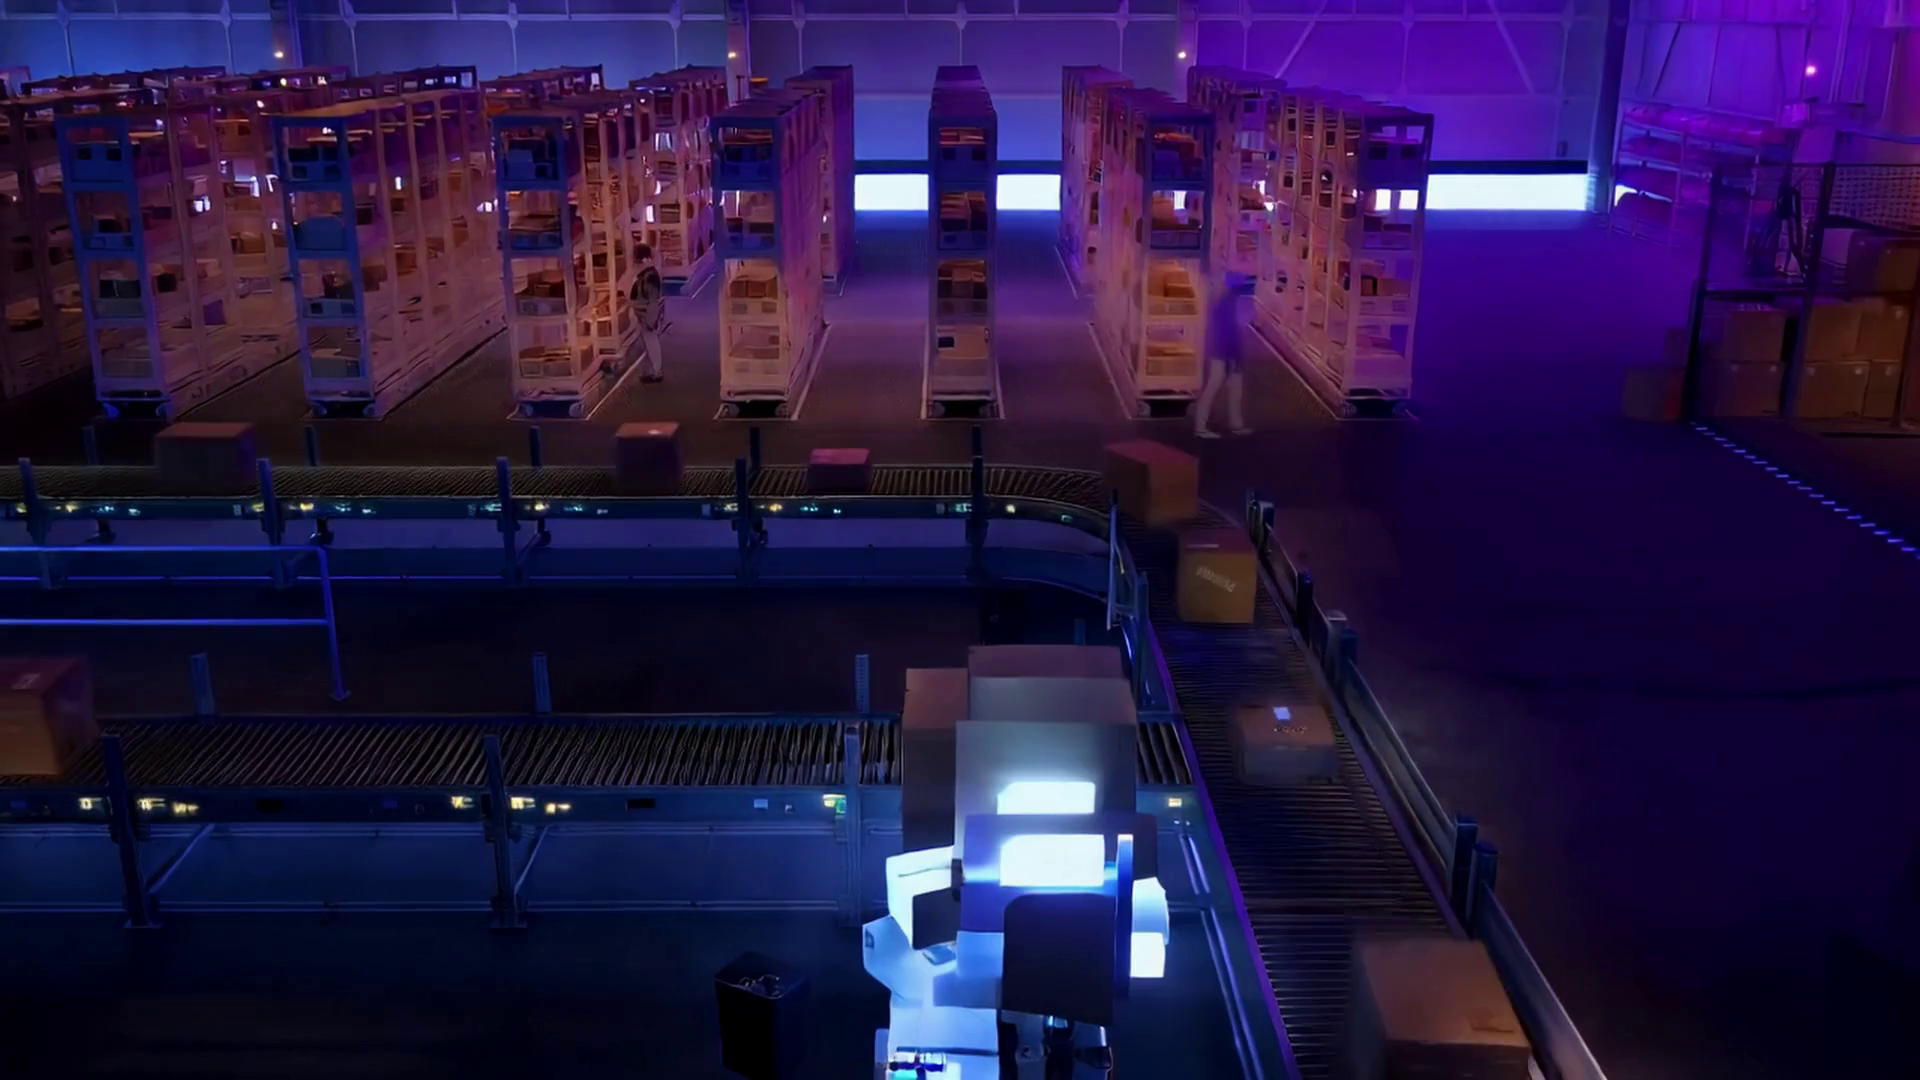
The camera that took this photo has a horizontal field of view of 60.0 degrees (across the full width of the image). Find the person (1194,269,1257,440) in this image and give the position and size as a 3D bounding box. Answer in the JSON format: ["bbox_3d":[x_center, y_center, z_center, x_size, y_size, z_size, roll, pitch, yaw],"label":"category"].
[{"bbox_3d":[3.089,-2.083,18.886,0.849,1.958,0.631,5,19,14],"label":"person"}]

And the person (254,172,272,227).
[{"bbox_3d":[-14.118,-6.823,33.672,0.383,1.842,0.570,-4,18,-11],"label":"person"}]

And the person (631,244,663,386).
[{"bbox_3d":[-4.087,-2.949,21.750,0.404,1.836,0.590,-7,19,-20],"label":"person"}]
